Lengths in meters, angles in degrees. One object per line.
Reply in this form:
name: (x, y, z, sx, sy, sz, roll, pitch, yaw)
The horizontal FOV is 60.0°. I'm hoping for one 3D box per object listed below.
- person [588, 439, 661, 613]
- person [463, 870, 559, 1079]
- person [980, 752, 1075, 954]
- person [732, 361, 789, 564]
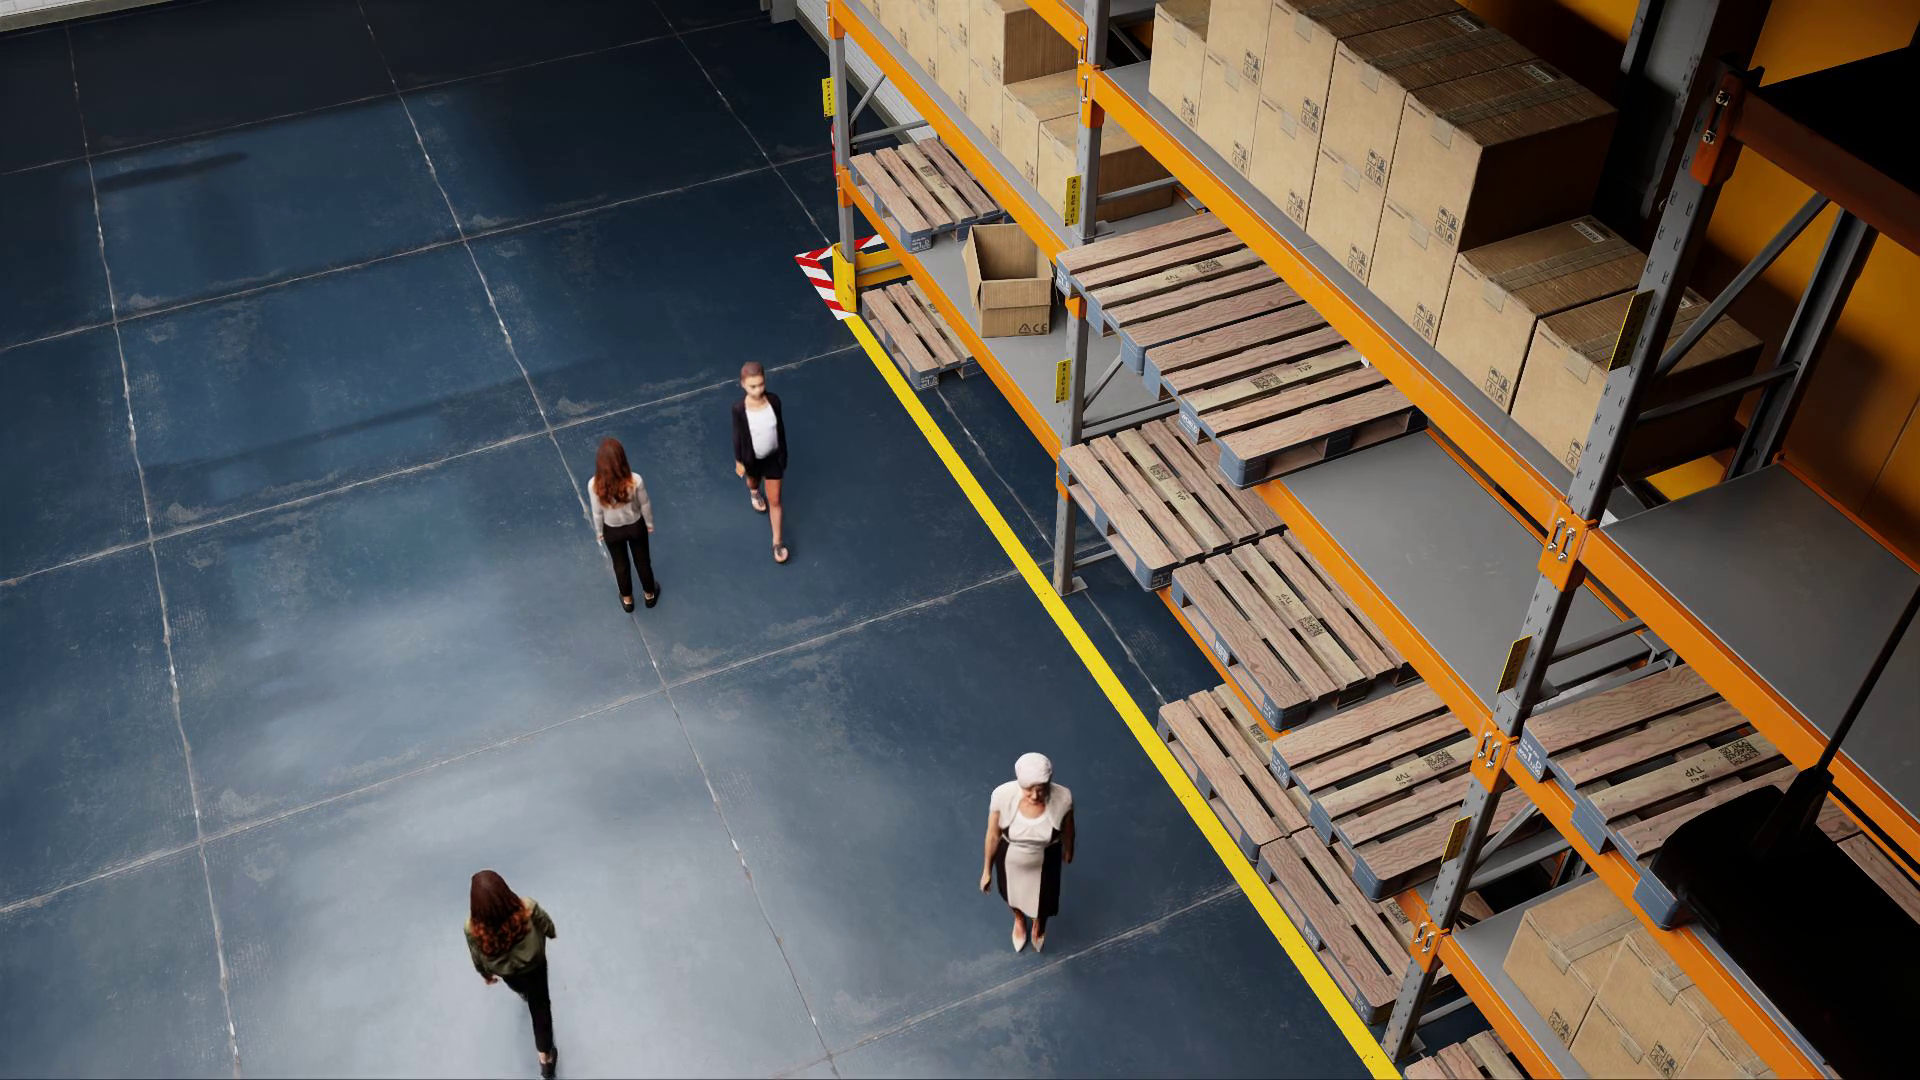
person: (-2.280, -0.088, 11.310, 0.580, 1.485, 0.556, -9, 44, -9)
person: (-2.336, 2.288, 8.845, 0.702, 1.445, 1.029, -11, 45, -11)
person: (0.393, 1.683, 9.268, 0.788, 1.738, 0.836, 8, 44, 8)
person: (-1.441, -0.665, 11.883, 0.654, 1.530, 1.088, -12, 45, -12)
